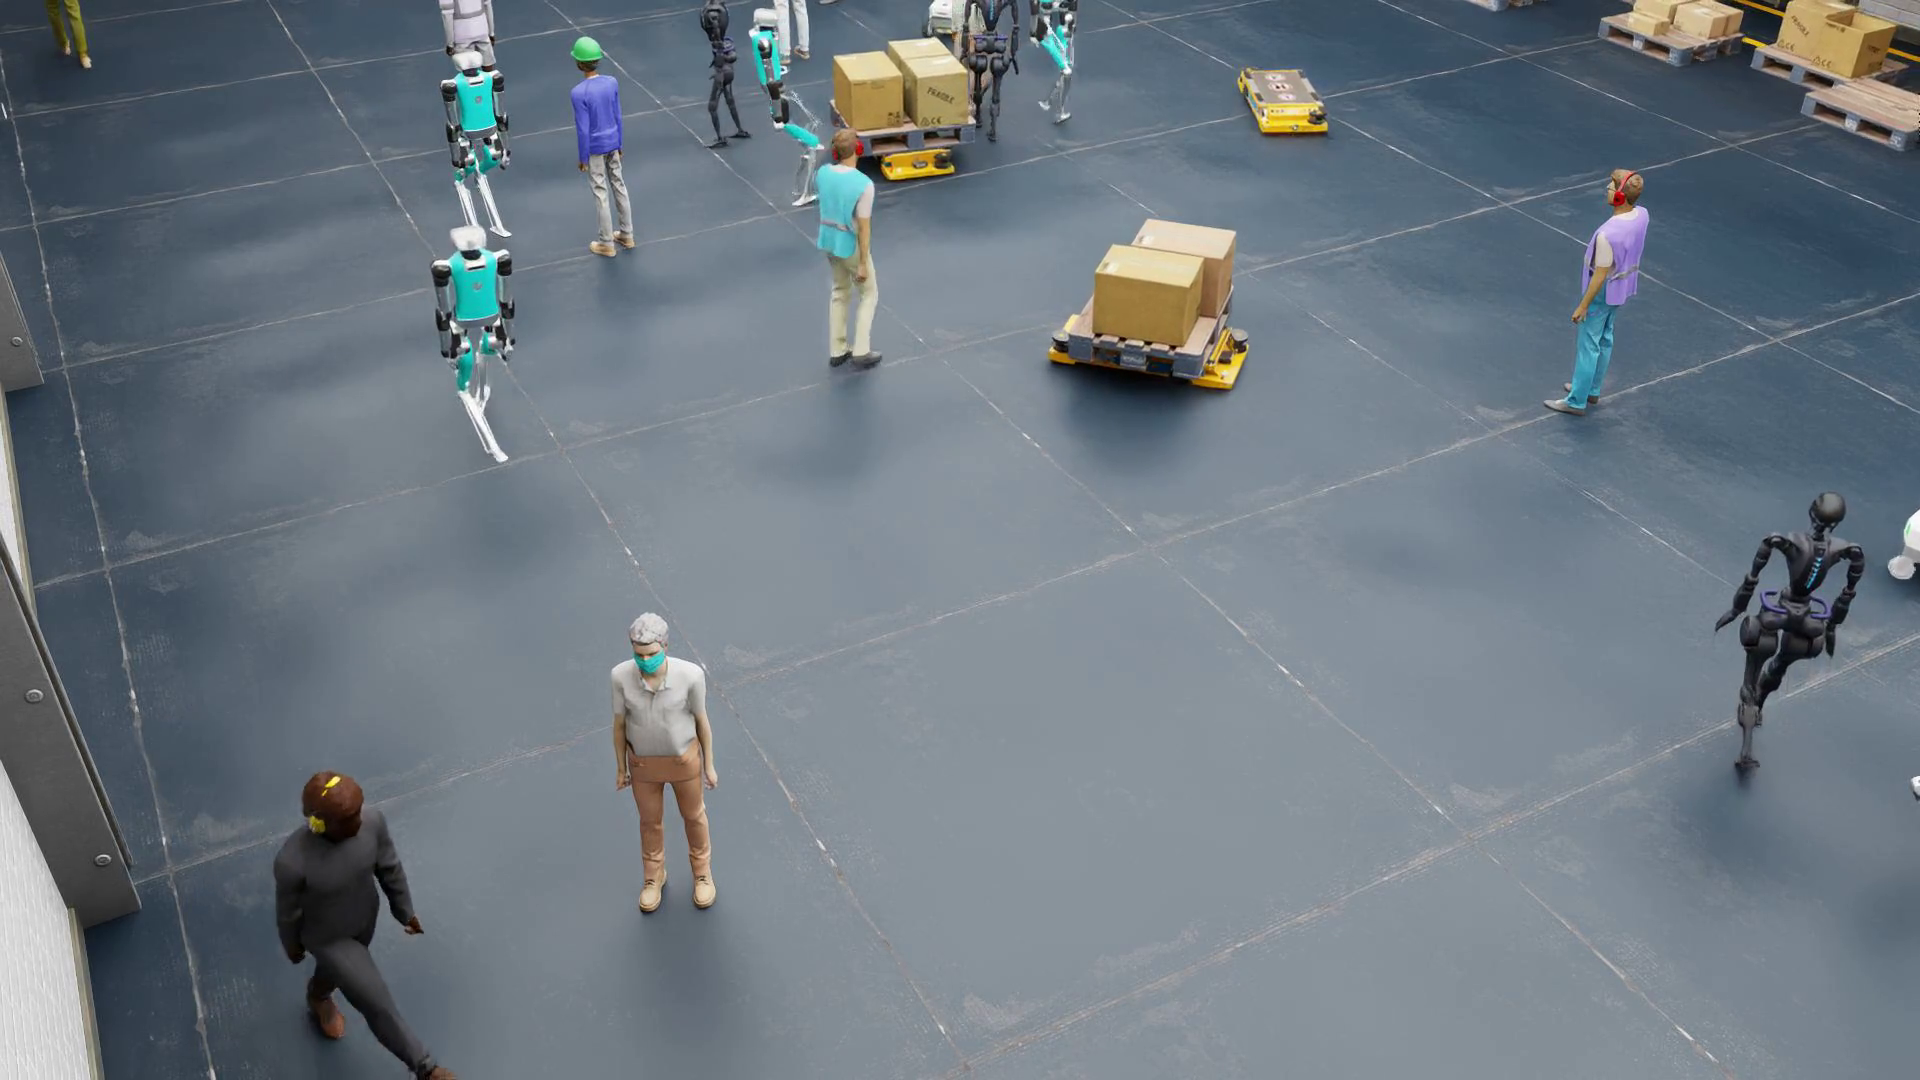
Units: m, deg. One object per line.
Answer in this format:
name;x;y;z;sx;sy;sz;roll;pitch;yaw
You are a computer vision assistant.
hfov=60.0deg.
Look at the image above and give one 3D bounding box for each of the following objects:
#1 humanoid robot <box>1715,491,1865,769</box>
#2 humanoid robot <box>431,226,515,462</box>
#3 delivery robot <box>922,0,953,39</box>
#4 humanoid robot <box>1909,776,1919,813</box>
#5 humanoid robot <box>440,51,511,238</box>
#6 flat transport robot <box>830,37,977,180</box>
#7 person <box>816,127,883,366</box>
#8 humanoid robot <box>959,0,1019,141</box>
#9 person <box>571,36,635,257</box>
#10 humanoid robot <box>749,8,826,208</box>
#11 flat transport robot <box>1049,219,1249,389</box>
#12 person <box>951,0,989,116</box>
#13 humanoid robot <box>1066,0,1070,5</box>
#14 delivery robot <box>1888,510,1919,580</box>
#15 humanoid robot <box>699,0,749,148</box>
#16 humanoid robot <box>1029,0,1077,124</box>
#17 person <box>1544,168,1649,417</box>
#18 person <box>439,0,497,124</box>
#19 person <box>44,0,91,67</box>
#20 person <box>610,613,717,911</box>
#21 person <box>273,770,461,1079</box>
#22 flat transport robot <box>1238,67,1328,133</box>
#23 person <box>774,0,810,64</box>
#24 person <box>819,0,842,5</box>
humanoid robot;4.403;0.472;8.870;0.599;1.655;0.750;8;36;12
humanoid robot;-3.424;-1.484;11.606;0.564;1.764;1.009;-18;39;-24
delivery robot;-0.105;-6.092;19.137;0.499;0.563;0.738;9;36;13
humanoid robot;4.967;0.952;7.961;0.735;1.677;0.533;7;36;10
humanoid robot;-4.149;-3.379;14.144;0.533;1.677;0.735;-22;41;-28
flat transport robot;-0.567;-3.887;16.266;0.659;0.231;1.431;-10;36;-14
person;-0.859;-2.171;12.474;0.582;1.806;0.500;25;42;31
humanoid robot;0.272;-4.803;16.370;0.617;1.626;0.595;-1;35;-2
person;-3.044;-3.320;14.063;0.356;1.870;0.469;27;43;33
humanoid robot;-1.498;-3.888;15.003;0.719;1.809;0.530;-6;35;-8
flat transport robot;1.466;-1.496;12.852;1.431;0.231;0.659;11;37;16
person;0.115;-5.118;16.808;0.512;1.653;0.537;27;43;33
humanoid robot;1.090;-7.117;19.656;0.609;1.645;0.324;-20;40;-26
delivery robot;6.259;0.108;10.315;0.499;0.598;0.791;-27;43;-33
humanoid robot;-2.332;-4.638;16.119;0.400;1.646;0.609;-7;36;-9
humanoid robot;1.055;-5.041;16.658;0.569;1.780;0.950;-14;37;-19
person;4.579;-1.742;11.828;0.390;1.846;0.565;28;44;34
person;-4.847;-4.992;16.390;0.547;1.936;0.375;-28;44;-34
person;-9.878;-6.152;18.164;0.535;1.803;0.880;-15;38;-20
person;-1.402;1.059;7.915;0.477;1.748;0.321;-2;35;-3
person;-2.632;1.612;7.093;1.055;1.791;0.502;19;39;25
flat transport robot;3.331;-4.563;17.231;0.659;0.231;1.431;-1;35;-2
person;-1.881;-6.157;18.099;0.582;1.882;0.339;-23;41;-29
person;-1.584;-7.407;19.836;0.417;1.941;0.551;-12;37;-16
